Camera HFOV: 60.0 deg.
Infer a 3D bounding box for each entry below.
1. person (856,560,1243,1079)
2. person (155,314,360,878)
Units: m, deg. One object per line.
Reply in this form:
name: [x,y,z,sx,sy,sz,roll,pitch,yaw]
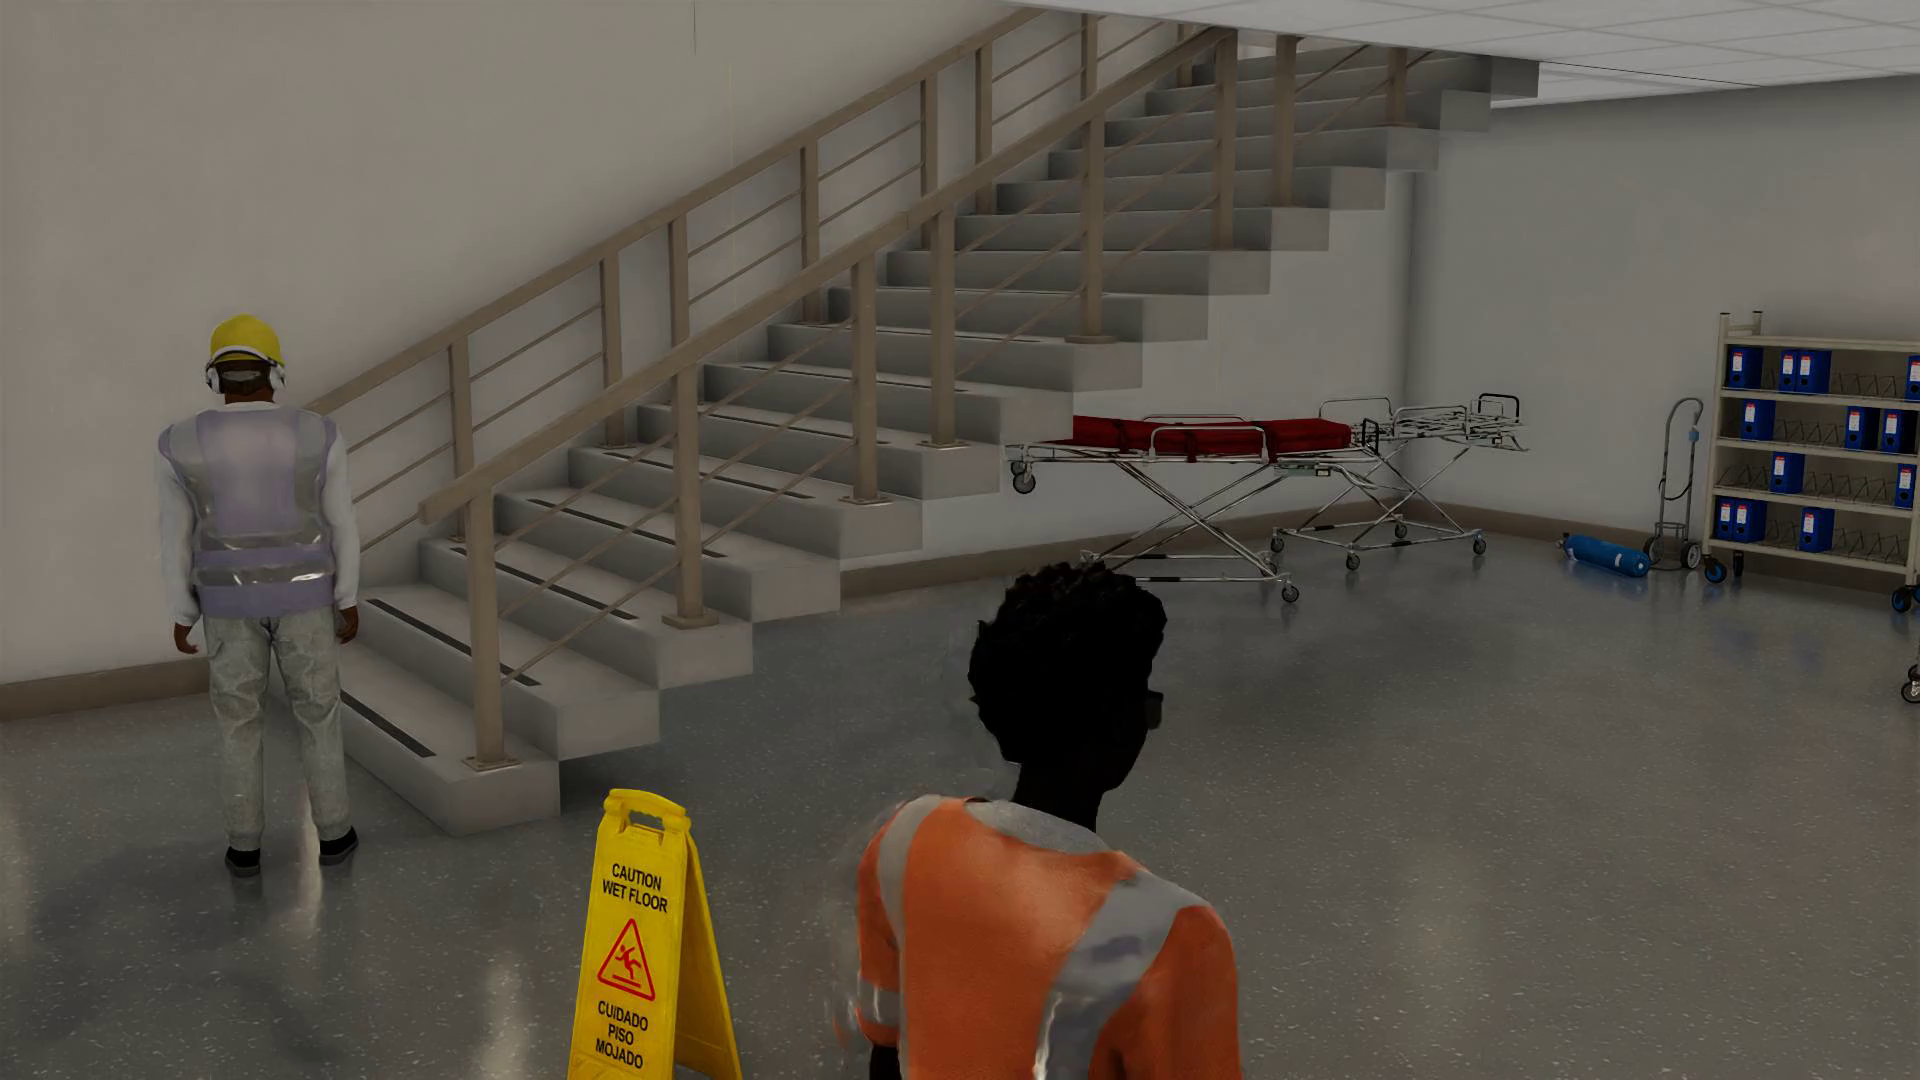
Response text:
person: [0.158,0.850,1.977,0.640,1.670,0.555,-8,13,-40]
person: [-2.254,0.186,5.403,0.588,1.822,0.403,-4,11,-20]
